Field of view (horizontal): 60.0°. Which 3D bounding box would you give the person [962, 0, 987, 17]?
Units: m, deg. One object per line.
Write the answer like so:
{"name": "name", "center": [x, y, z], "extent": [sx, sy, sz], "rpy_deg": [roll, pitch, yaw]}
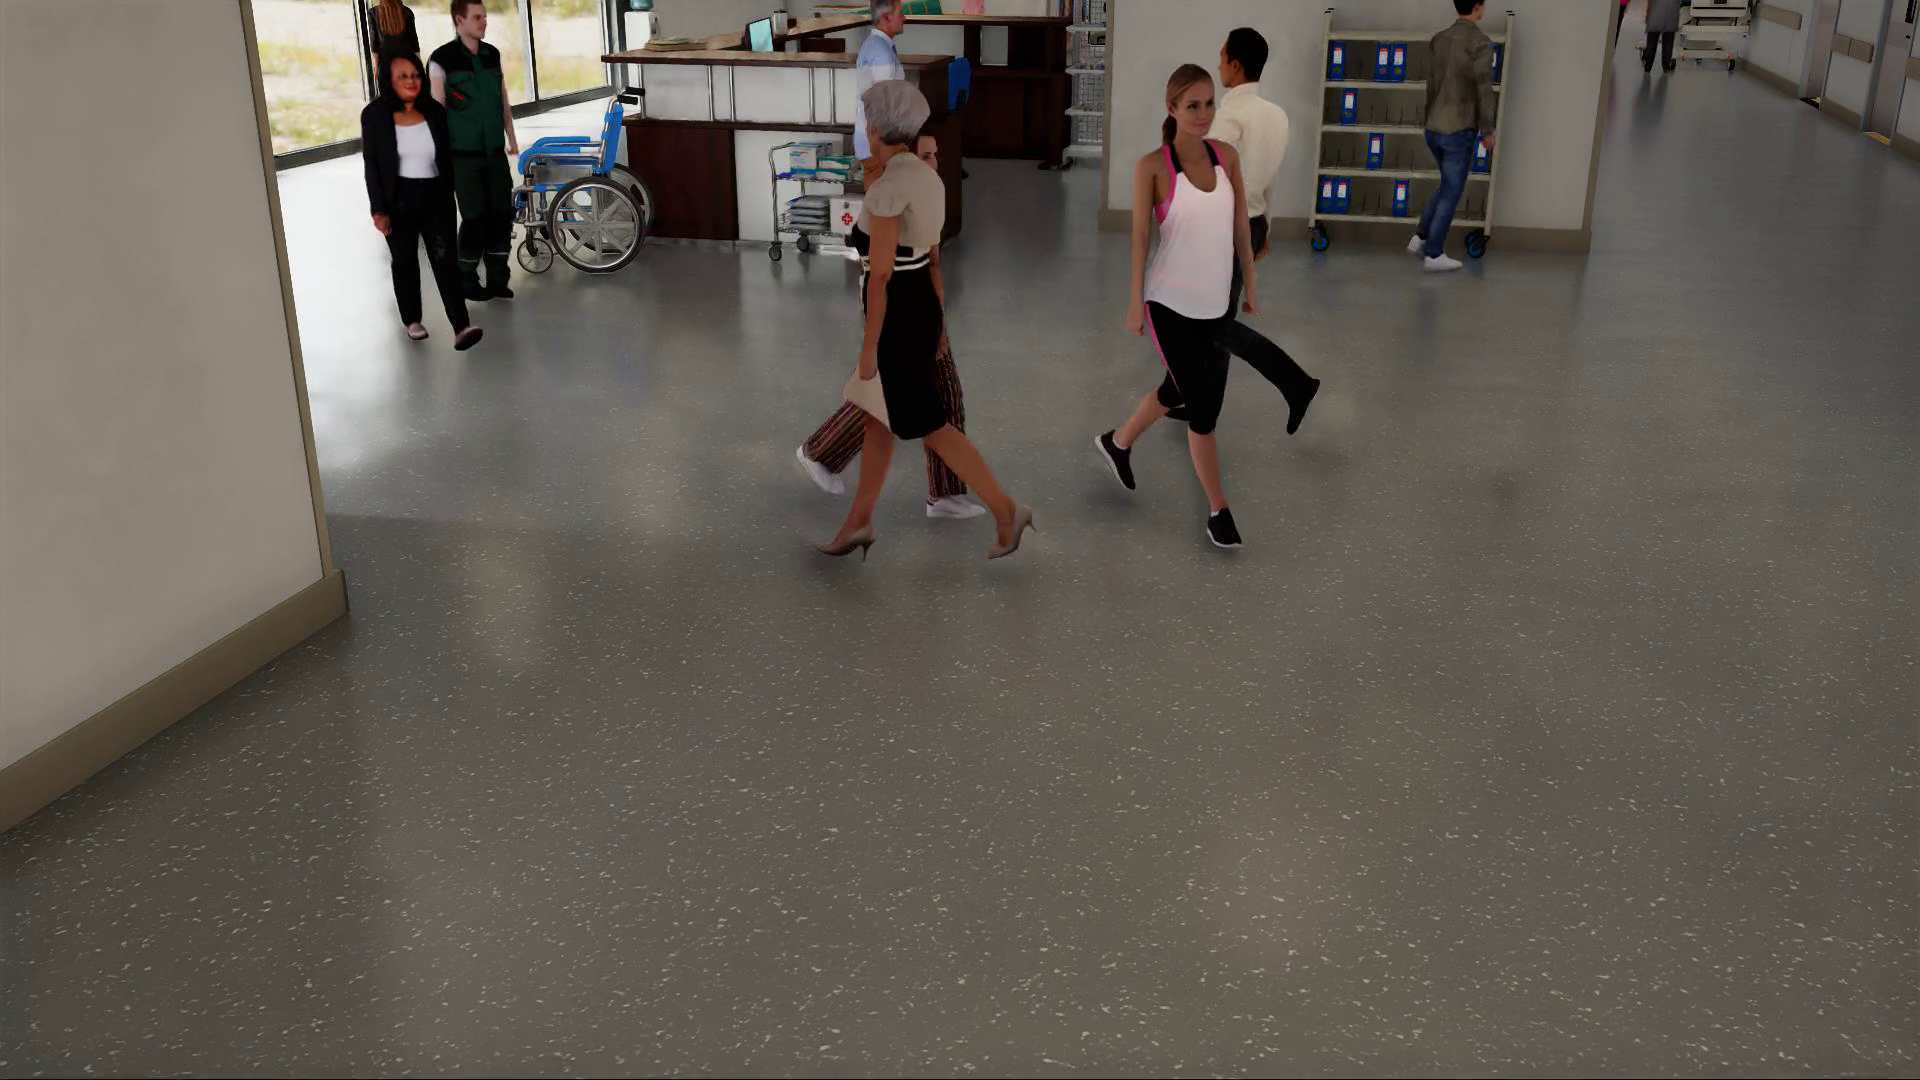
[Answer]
{"name": "person", "center": [0.118, -8.170, 25.478], "extent": [0.852, 1.787, 0.791], "rpy_deg": [-12, 24, -29]}

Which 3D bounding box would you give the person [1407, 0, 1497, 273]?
{"name": "person", "center": [3.143, -2.660, 10.841], "extent": [0.854, 1.850, 0.822], "rpy_deg": [-8, 22, -21]}

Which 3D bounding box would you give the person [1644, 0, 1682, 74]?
{"name": "person", "center": [10.428, -7.773, 24.684], "extent": [0.617, 1.606, 0.736], "rpy_deg": [8, 22, 20]}

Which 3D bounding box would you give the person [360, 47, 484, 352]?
{"name": "person", "center": [-2.977, -1.810, 8.987], "extent": [1.062, 1.573, 1.158], "rpy_deg": [-14, 25, -33]}

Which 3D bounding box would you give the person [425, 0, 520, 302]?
{"name": "person", "center": [-2.959, -2.370, 10.137], "extent": [0.762, 1.806, 0.760], "rpy_deg": [-19, 28, -40]}

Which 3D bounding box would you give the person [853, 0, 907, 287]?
{"name": "person", "center": [-0.580, -2.494, 10.459], "extent": [0.759, 1.810, 0.772], "rpy_deg": [-2, 21, -4]}

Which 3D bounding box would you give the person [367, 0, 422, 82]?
{"name": "person", "center": [-5.463, -4.581, 16.114], "extent": [0.642, 1.708, 0.751], "rpy_deg": [-6, 22, -16]}

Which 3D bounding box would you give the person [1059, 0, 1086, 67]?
{"name": "person", "center": [1.654, -7.901, 24.875], "extent": [0.523, 1.710, 0.691], "rpy_deg": [10, 23, 25]}

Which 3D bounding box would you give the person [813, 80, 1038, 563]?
{"name": "person", "center": [-0.091, -0.684, 5.820], "extent": [1.040, 1.711, 0.636], "rpy_deg": [4, 21, 11]}

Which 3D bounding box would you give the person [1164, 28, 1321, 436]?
{"name": "person", "center": [1.281, -1.312, 7.361], "extent": [1.115, 1.793, 0.872], "rpy_deg": [14, 25, 32]}

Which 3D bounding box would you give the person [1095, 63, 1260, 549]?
{"name": "person", "center": [0.800, -0.872, 6.273], "extent": [1.172, 1.742, 1.170], "rpy_deg": [-11, 23, -26]}

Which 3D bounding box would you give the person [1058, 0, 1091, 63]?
{"name": "person", "center": [1.556, -7.616, 24.070], "extent": [0.931, 1.747, 0.717], "rpy_deg": [9, 22, 22]}

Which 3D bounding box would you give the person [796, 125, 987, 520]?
{"name": "person", "center": [-0.292, -0.827, 6.449], "extent": [1.090, 1.534, 0.672], "rpy_deg": [10, 23, 24]}
